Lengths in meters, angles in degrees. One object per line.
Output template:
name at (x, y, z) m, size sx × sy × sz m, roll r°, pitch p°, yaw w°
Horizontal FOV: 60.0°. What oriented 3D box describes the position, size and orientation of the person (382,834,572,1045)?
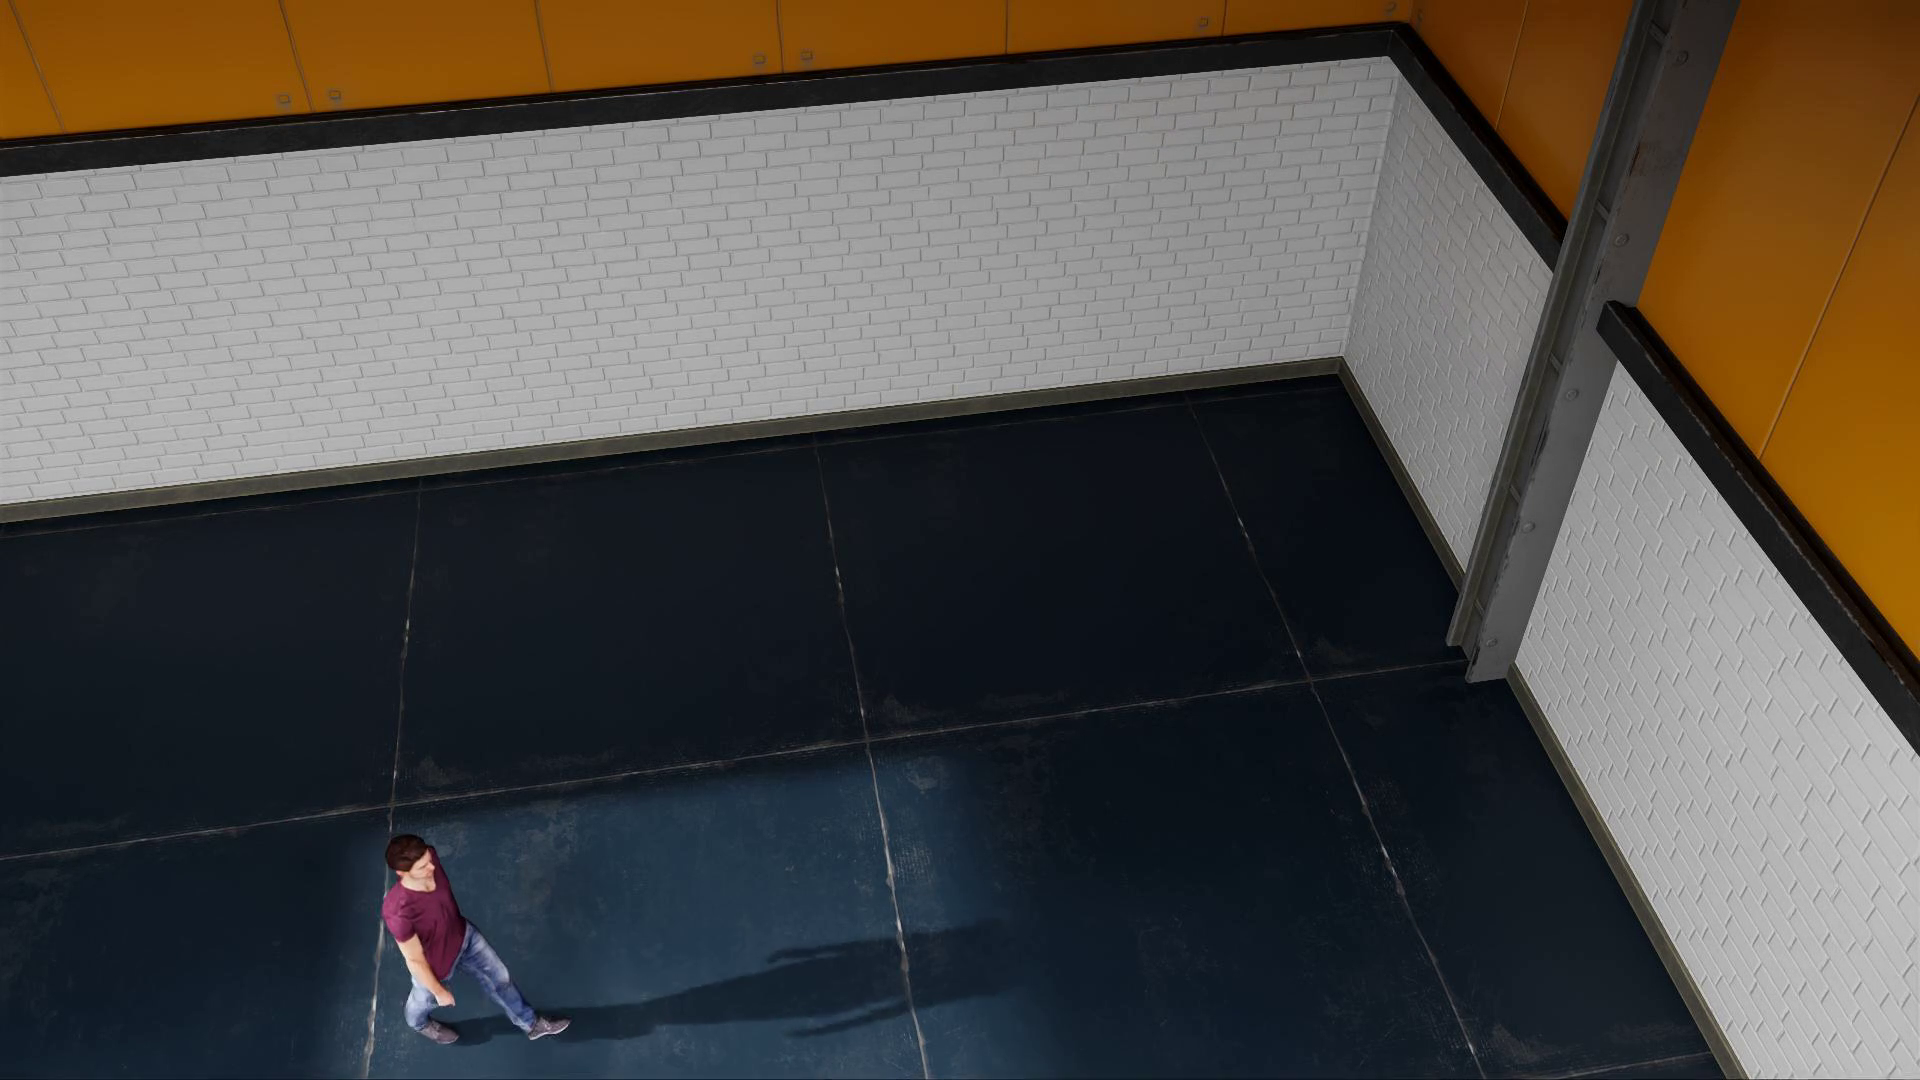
person at (-2.780, 2.111, 8.630) m, size 1.029 × 1.799 × 1.184 m, roll 8°, pitch 44°, yaw 8°
